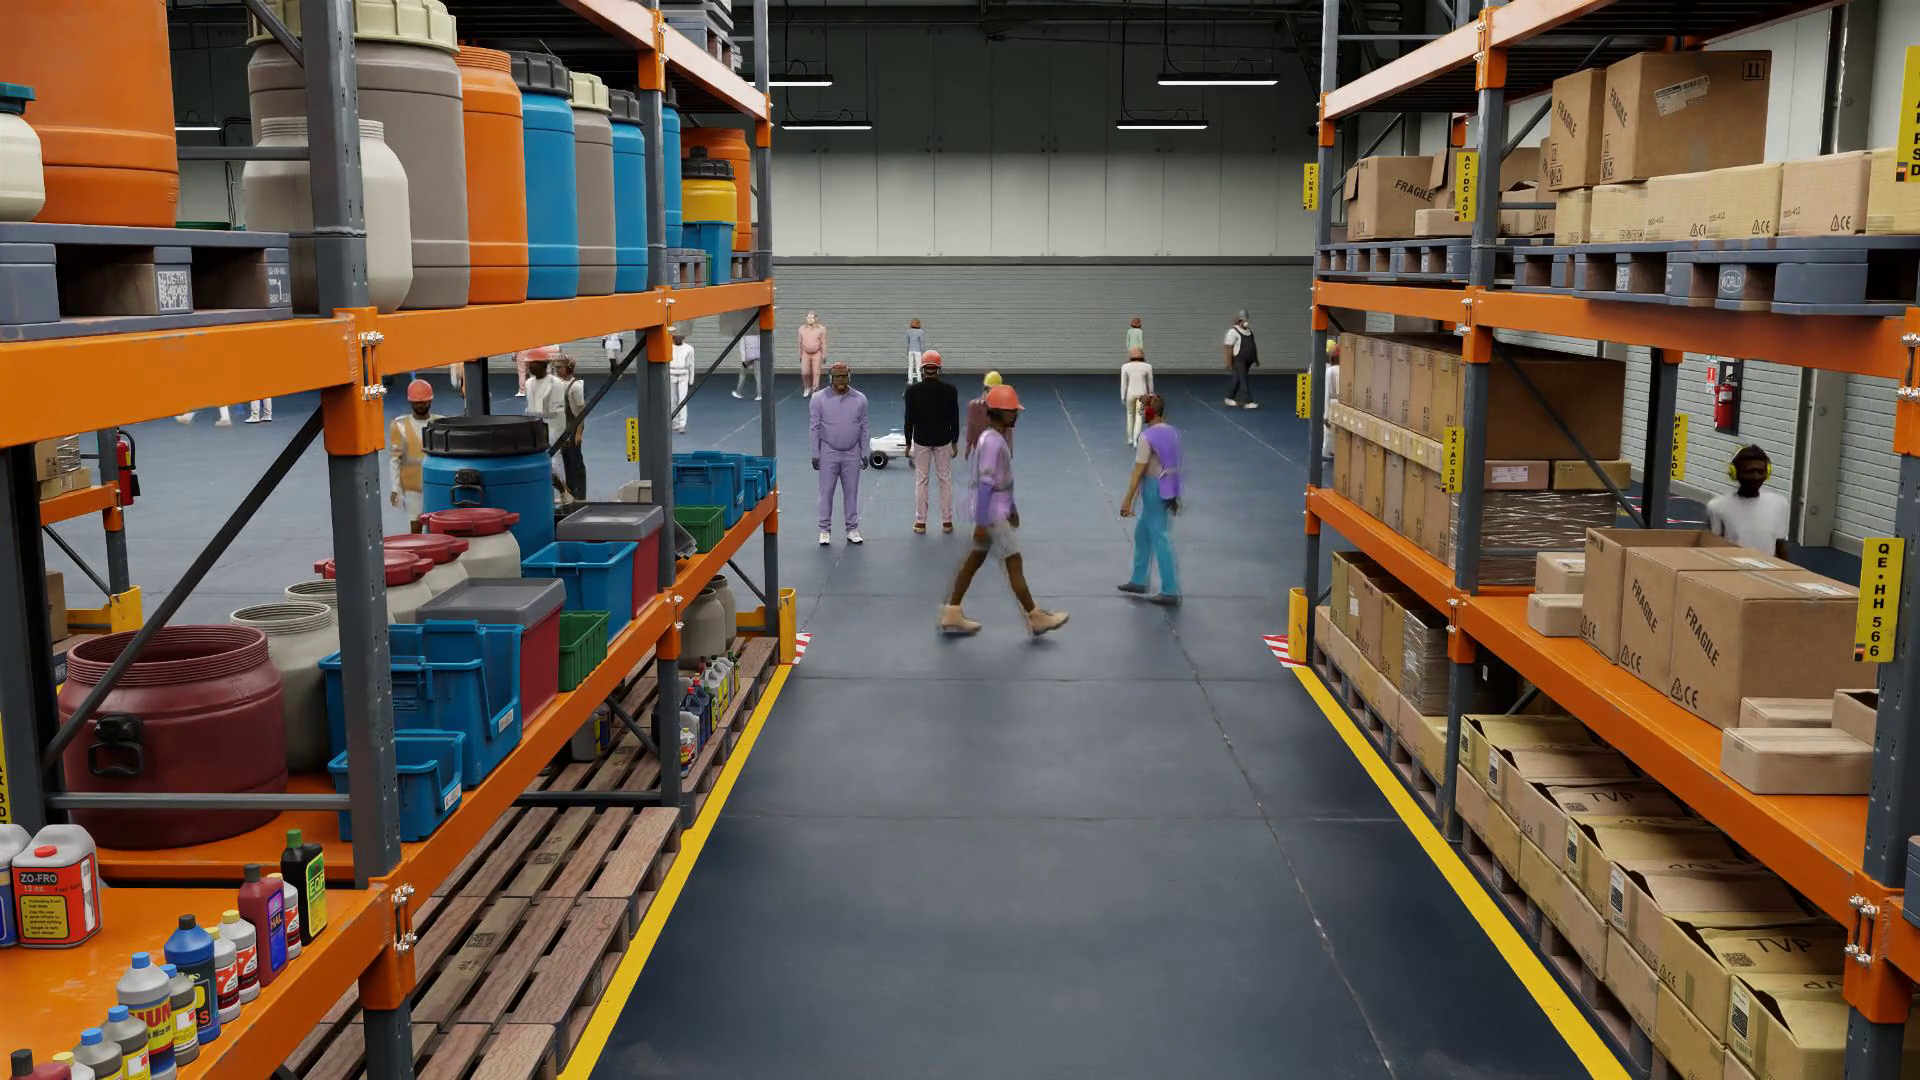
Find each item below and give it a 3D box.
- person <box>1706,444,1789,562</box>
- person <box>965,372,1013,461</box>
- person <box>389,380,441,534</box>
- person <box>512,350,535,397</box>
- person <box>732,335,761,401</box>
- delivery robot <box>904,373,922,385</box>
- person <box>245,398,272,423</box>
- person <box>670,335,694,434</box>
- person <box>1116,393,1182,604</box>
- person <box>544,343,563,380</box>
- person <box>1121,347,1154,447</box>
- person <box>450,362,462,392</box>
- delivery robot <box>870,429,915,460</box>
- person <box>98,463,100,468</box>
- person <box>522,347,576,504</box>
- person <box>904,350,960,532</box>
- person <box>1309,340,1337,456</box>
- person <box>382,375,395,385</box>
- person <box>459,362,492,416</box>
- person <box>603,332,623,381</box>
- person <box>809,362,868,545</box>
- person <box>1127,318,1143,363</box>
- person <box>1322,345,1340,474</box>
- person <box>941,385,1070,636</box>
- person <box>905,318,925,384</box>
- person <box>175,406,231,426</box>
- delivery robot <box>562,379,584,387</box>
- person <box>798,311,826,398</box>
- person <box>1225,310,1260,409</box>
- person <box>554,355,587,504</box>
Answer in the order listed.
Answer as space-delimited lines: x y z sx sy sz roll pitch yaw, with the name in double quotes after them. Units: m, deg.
4.886 0.306 10.391 0.519 1.847 0.813 0 9 -1 "person"
0.350 -1.048 18.895 0.537 1.702 0.937 -4 10 -24 "person"
-4.821 -0.477 14.926 0.567 1.899 0.922 -3 10 -18 "person"
-9.608 -4.113 36.687 0.640 1.909 0.409 -9 13 -42 "person"
-4.526 -3.934 35.716 0.594 1.873 1.002 -7 12 -37 "person"
-0.976 -3.521 36.247 0.335 0.223 0.698 4 10 21 "delivery robot"
-13.038 -3.128 30.781 0.410 1.909 0.643 5 11 27 "person"
-4.936 -2.817 29.129 0.571 1.851 0.949 -1 10 -9 "person"
1.600 -0.365 14.525 0.798 1.815 0.572 5 11 28 "person"
-9.027 -3.958 36.678 0.522 1.615 0.724 -8 13 -40 "person"
2.864 -2.308 26.776 0.521 1.594 0.814 2 10 12 "person"
-11.530 -4.365 38.208 0.618 1.896 0.952 -4 10 -21 "person"
-0.945 -1.364 24.102 0.707 0.478 0.477 0 10 -1 "delivery robot"
-12.229 -1.905 23.867 0.532 1.771 0.307 4 10 21 "person"
-4.688 -1.189 18.777 0.627 2.032 0.471 7 12 36 "person"
-0.310 -1.083 18.270 0.610 1.996 0.379 -1 10 -6 "person"
5.445 -2.033 24.494 0.611 1.808 0.615 -1 10 -8 "person"
-13.885 -4.685 40.072 0.509 1.914 0.551 0 9 1 "person"
-8.061 -2.456 27.529 0.531 1.652 0.887 9 13 43 "person"
-8.638 -4.798 41.516 0.537 1.668 0.817 -9 13 -43 "person"
-1.261 -0.912 17.509 0.640 1.909 0.409 -3 10 -17 "person"
4.206 -4.518 39.921 0.282 1.633 0.501 -8 12 -39 "person"
5.129 -1.741 22.694 0.586 1.817 1.032 -2 10 -14 "person"
0.327 -0.226 13.157 1.050 1.988 0.657 0 9 1 "person"
-1.060 -4.452 39.528 0.500 1.634 0.286 5 11 29 "person"
-13.691 -2.952 30.085 0.999 1.782 0.627 2 10 10 "person"
-8.458 -3.348 35.991 0.477 0.478 0.707 3 10 19 "delivery robot"
-3.214 -4.009 36.125 0.649 1.889 0.445 1 10 5 "person"
5.749 -3.703 33.954 0.678 2.000 1.011 -9 13 -42 "person"
-4.714 -1.311 20.078 0.331 1.844 0.520 -8 12 -40 "person"
